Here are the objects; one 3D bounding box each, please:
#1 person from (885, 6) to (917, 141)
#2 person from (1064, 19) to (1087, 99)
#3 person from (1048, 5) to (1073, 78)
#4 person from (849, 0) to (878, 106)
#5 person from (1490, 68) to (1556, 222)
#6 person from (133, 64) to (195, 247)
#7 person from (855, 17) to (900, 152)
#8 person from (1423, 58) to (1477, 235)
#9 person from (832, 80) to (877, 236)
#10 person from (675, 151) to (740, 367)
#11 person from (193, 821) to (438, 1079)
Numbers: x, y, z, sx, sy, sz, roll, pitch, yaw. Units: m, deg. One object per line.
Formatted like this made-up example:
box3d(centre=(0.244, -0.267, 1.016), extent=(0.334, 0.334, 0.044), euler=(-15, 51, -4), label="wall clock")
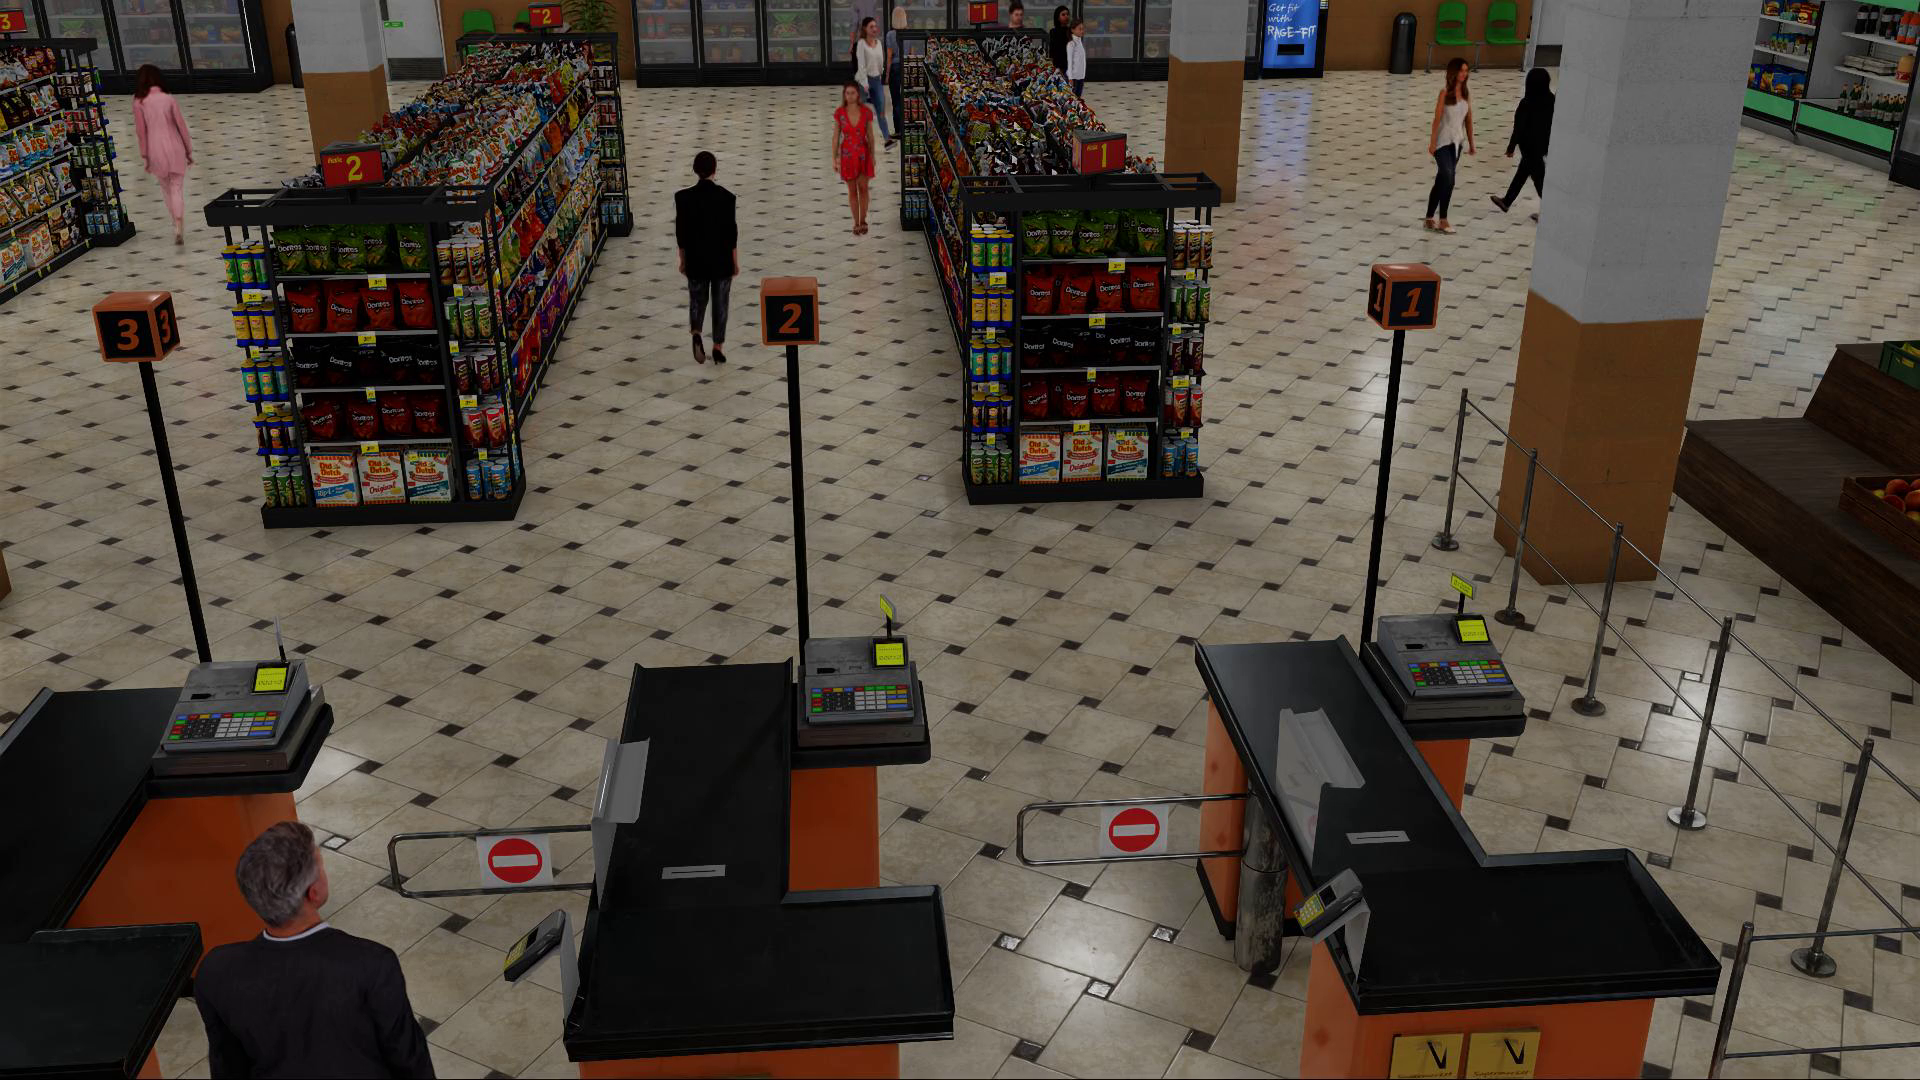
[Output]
box3d(centre=(-0.790, -6.264, 22.315), extent=(0.649, 1.722, 0.629), euler=(-11, 26, -24), label="person")
box3d(centre=(1.543, -6.231, 22.443), extent=(0.682, 1.558, 0.601), euler=(13, 27, 28), label="person")
box3d(centre=(1.374, -6.369, 22.580), extent=(0.657, 1.702, 0.677), euler=(-15, 28, -31), label="person")
box3d(centre=(-1.445, -7.437, 24.847), extent=(0.775, 1.841, 0.731), euler=(21, 31, 39), label="person")
box3d(centre=(6.196, -4.174, 17.721), extent=(1.049, 1.575, 1.183), euler=(-19, 30, -36), label="person")
box3d(centre=(-7.929, -3.785, 16.615), extent=(0.839, 1.748, 1.255), euler=(-9, 25, -19), label="person")
box3d(centre=(-1.248, -5.859, 21.490), extent=(1.049, 1.640, 1.198), euler=(-19, 30, -36), label="person")
box3d(centre=(5.015, -4.113, 17.338), extent=(0.784, 1.770, 0.856), euler=(-15, 28, -31), label="person")
box3d(centre=(-1.074, -3.967, 17.240), extent=(0.621, 1.580, 0.654), euler=(1, 24, 1), label="person")
box3d(centre=(-1.958, -2.114, 12.857), extent=(0.736, 1.700, 0.944), euler=(2, 24, 5), label="person")
box3d(centre=(-1.622, 1.534, 4.348), extent=(0.702, 1.839, 0.588), euler=(-1, 24, -3), label="person")
